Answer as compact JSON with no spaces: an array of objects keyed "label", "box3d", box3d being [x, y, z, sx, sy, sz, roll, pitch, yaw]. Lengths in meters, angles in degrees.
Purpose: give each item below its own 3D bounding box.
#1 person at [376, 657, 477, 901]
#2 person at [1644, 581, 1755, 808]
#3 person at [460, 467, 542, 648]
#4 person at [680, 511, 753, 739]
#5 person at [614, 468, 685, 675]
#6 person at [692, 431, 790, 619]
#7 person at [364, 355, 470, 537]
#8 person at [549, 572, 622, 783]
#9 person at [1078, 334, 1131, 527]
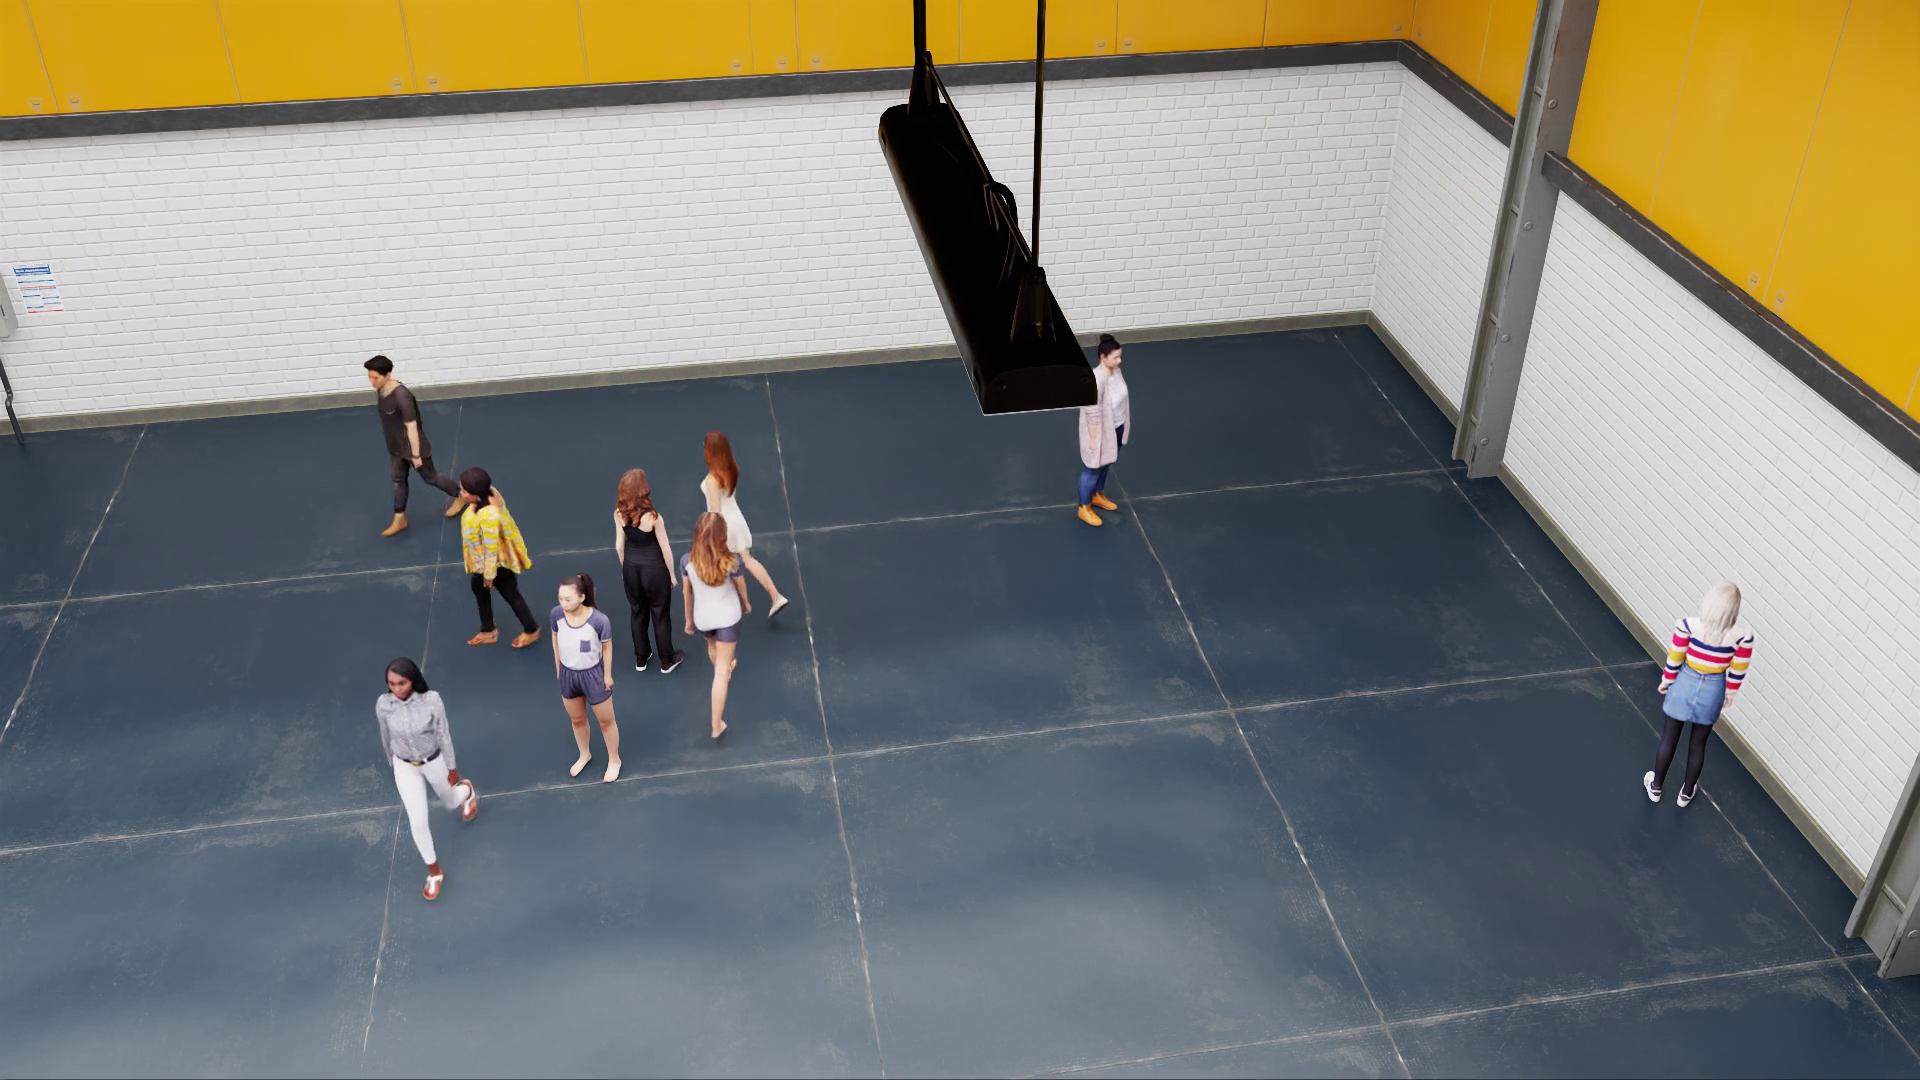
[{"label":"person","box3d":[-3.409,1.414,10.668,0.705,1.699,1.120,-1,34,-1]},{"label":"person","box3d":[4.941,1.027,11.152,0.727,1.808,0.730,13,36,19]},{"label":"person","box3d":[-3.446,0.134,12.654,0.864,1.633,0.828,-15,36,-21]},{"label":"person","box3d":[-1.740,0.639,11.859,0.823,1.671,1.177,4,34,6]},{"label":"person","box3d":[-2.354,0.232,12.402,0.660,1.747,0.643,7,34,10]},{"label":"person","box3d":[-1.743,-0.084,12.933,1.065,1.686,1.087,16,37,22]},{"label":"person","box3d":[-4.602,-0.861,14.108,1.118,1.680,1.123,29,43,36]},{"label":"person","box3d":[-2.574,0.938,11.428,0.665,1.651,0.655,8,34,12]},{"label":"person","box3d":[1.211,-0.966,14.210,0.855,1.742,0.781,18,38,25]}]
